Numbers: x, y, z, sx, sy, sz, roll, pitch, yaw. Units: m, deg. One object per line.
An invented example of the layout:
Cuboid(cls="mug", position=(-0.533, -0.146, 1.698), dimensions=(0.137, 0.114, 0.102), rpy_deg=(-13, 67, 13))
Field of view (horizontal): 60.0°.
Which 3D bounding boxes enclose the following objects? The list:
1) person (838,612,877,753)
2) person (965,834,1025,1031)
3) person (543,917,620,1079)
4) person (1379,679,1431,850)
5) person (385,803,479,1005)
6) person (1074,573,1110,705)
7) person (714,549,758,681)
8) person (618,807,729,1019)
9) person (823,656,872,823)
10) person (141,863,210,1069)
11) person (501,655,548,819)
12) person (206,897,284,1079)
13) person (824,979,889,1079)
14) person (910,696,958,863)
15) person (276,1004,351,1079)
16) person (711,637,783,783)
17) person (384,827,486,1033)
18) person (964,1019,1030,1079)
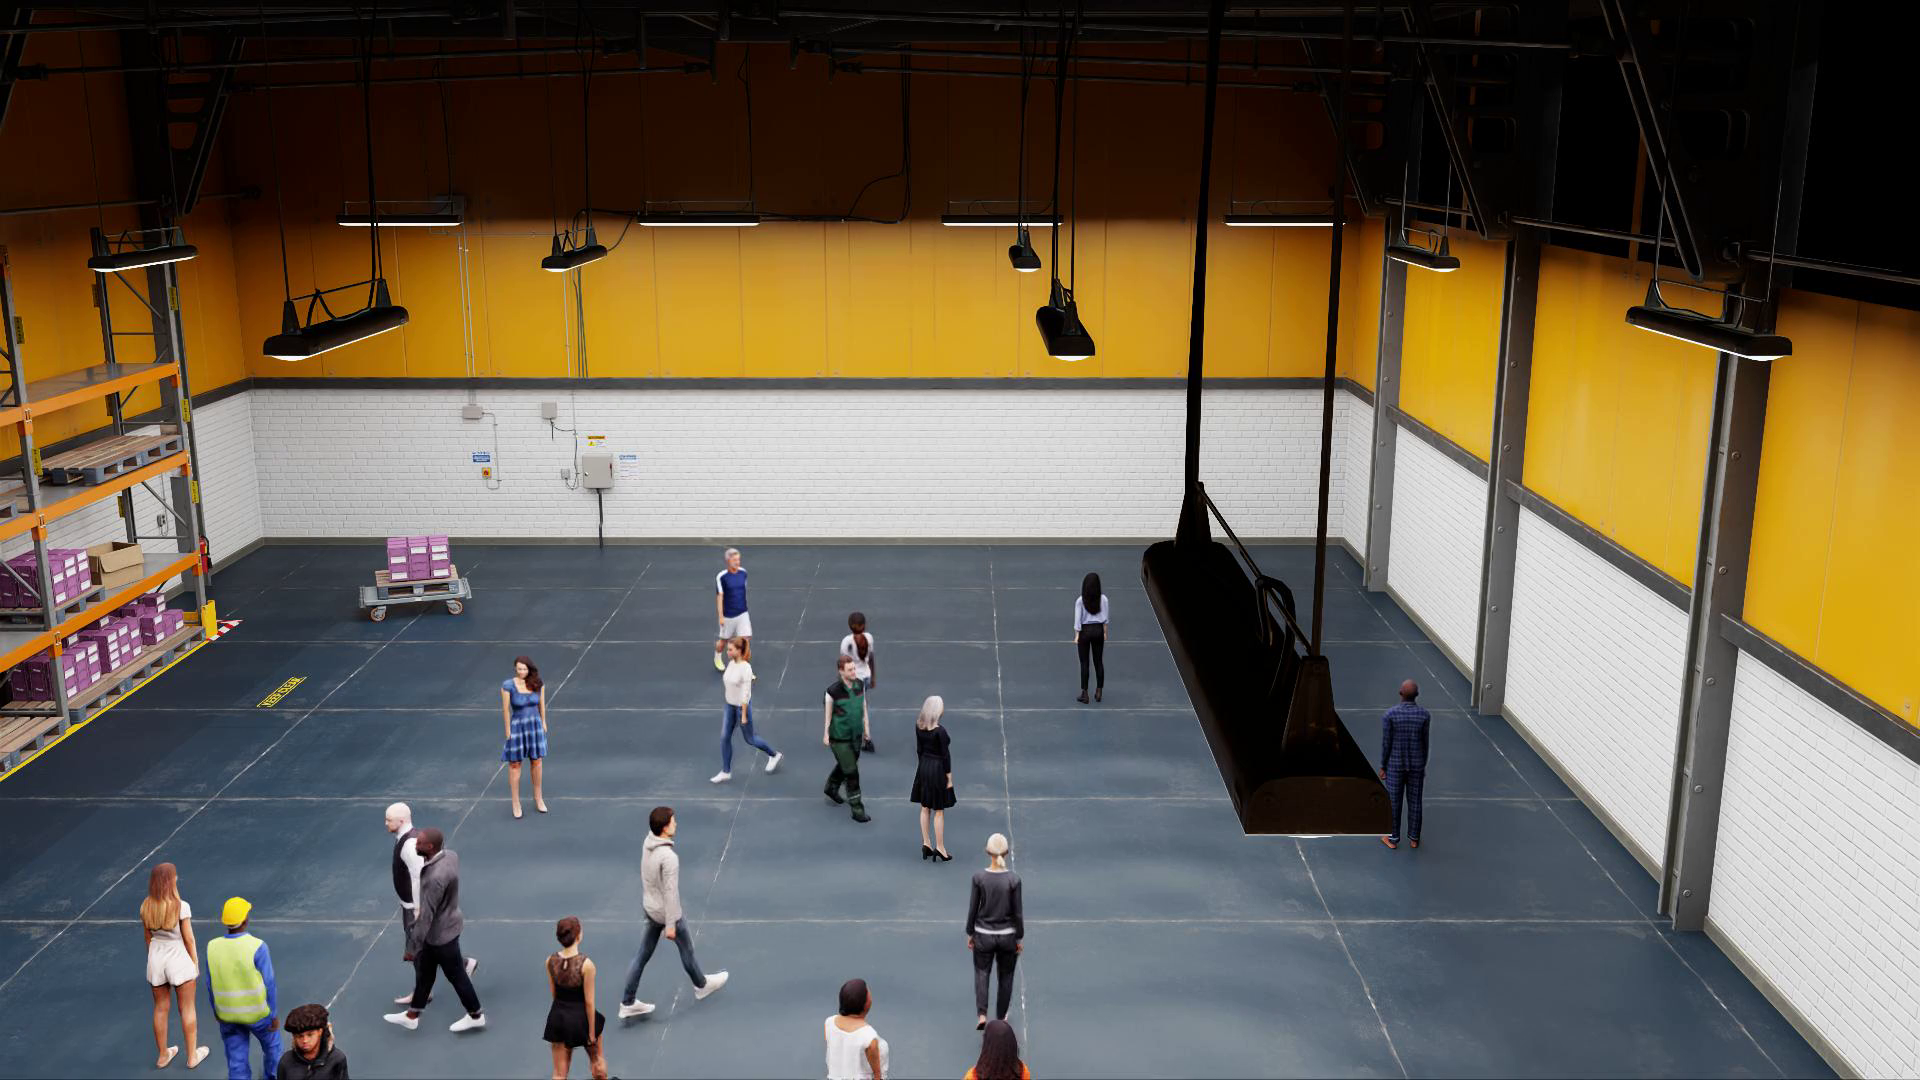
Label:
Cuboid(cls="person", position=(-1.170, 1.727, 19.984), dimensions=(1.003, 1.693, 1.096), rpy_deg=(-12, 18, -40))
Cuboid(cls="person", position=(0.281, 3.256, 13.618), dimensions=(0.700, 1.717, 0.813), rpy_deg=(2, 14, 8))
Cuboid(cls="person", position=(-2.906, 3.615, 12.289), dimensions=(0.732, 1.646, 1.005), rpy_deg=(3, 14, 14))
Cuboid(cls="person", position=(4.627, 2.318, 17.276), dimensions=(0.643, 1.818, 0.585), rpy_deg=(0, 14, -1))
Cuboid(cls="person", position=(-4.525, 3.086, 14.145), dimensions=(1.010, 1.800, 1.014), rpy_deg=(-7, 15, -28))
Cuboid(cls="person", position=(1.716, 1.271, 21.758), dimensions=(0.715, 1.744, 0.675), rpy_deg=(-5, 14, -19))
Cuboid(cls="person", position=(-3.153, 1.000, 22.762), dimensions=(1.104, 1.799, 1.248), rpy_deg=(-10, 17, -37))
Cuboid(cls="person", position=(-2.572, 3.141, 13.896), dimensions=(1.252, 1.811, 1.271), rpy_deg=(-11, 17, -37))
Cuboid(cls="person", position=(-1.284, 2.119, 18.129), dimensions=(1.131, 1.805, 1.221), rpy_deg=(-12, 18, -41))
Cuboid(cls="person", position=(-6.268, 3.371, 13.197), dimensions=(0.586, 1.692, 0.563), rpy_deg=(1, 14, 4))
Cuboid(cls="person", position=(-4.730, 2.119, 18.120), dimensions=(0.760, 1.808, 0.765), rpy_deg=(-8, 16, -30))
Cuboid(cls="person", position=(-5.313, 3.534, 12.293), dimensions=(0.740, 1.800, 0.916), rpy_deg=(-2, 14, -7))
Cuboid(cls="person", position=(-0.734, 3.821, 11.379), dimensions=(0.778, 1.673, 0.829), rpy_deg=(12, 18, 41))
Cuboid(cls="person", position=(-0.262, 2.426, 16.980), dimensions=(0.698, 1.748, 0.751), rpy_deg=(12, 18, 41))
Cuboid(cls="person", position=(-4.237, 3.871, 10.942), dimensions=(0.712, 1.781, 0.727), rpy_deg=(-6, 15, -22))
Cuboid(cls="person", position=(-2.445, 1.944, 19.098), dimensions=(1.088, 1.689, 1.113), rpy_deg=(-10, 17, -36))
Cuboid(cls="person", position=(-4.160, 3.220, 13.632), dimensions=(0.977, 1.780, 1.072), rpy_deg=(-4, 14, -16))
Cuboid(cls="person", position=(0.264, 3.937, 10.765), dimensions=(0.792, 1.737, 0.929), rpy_deg=(-5, 15, -21))
